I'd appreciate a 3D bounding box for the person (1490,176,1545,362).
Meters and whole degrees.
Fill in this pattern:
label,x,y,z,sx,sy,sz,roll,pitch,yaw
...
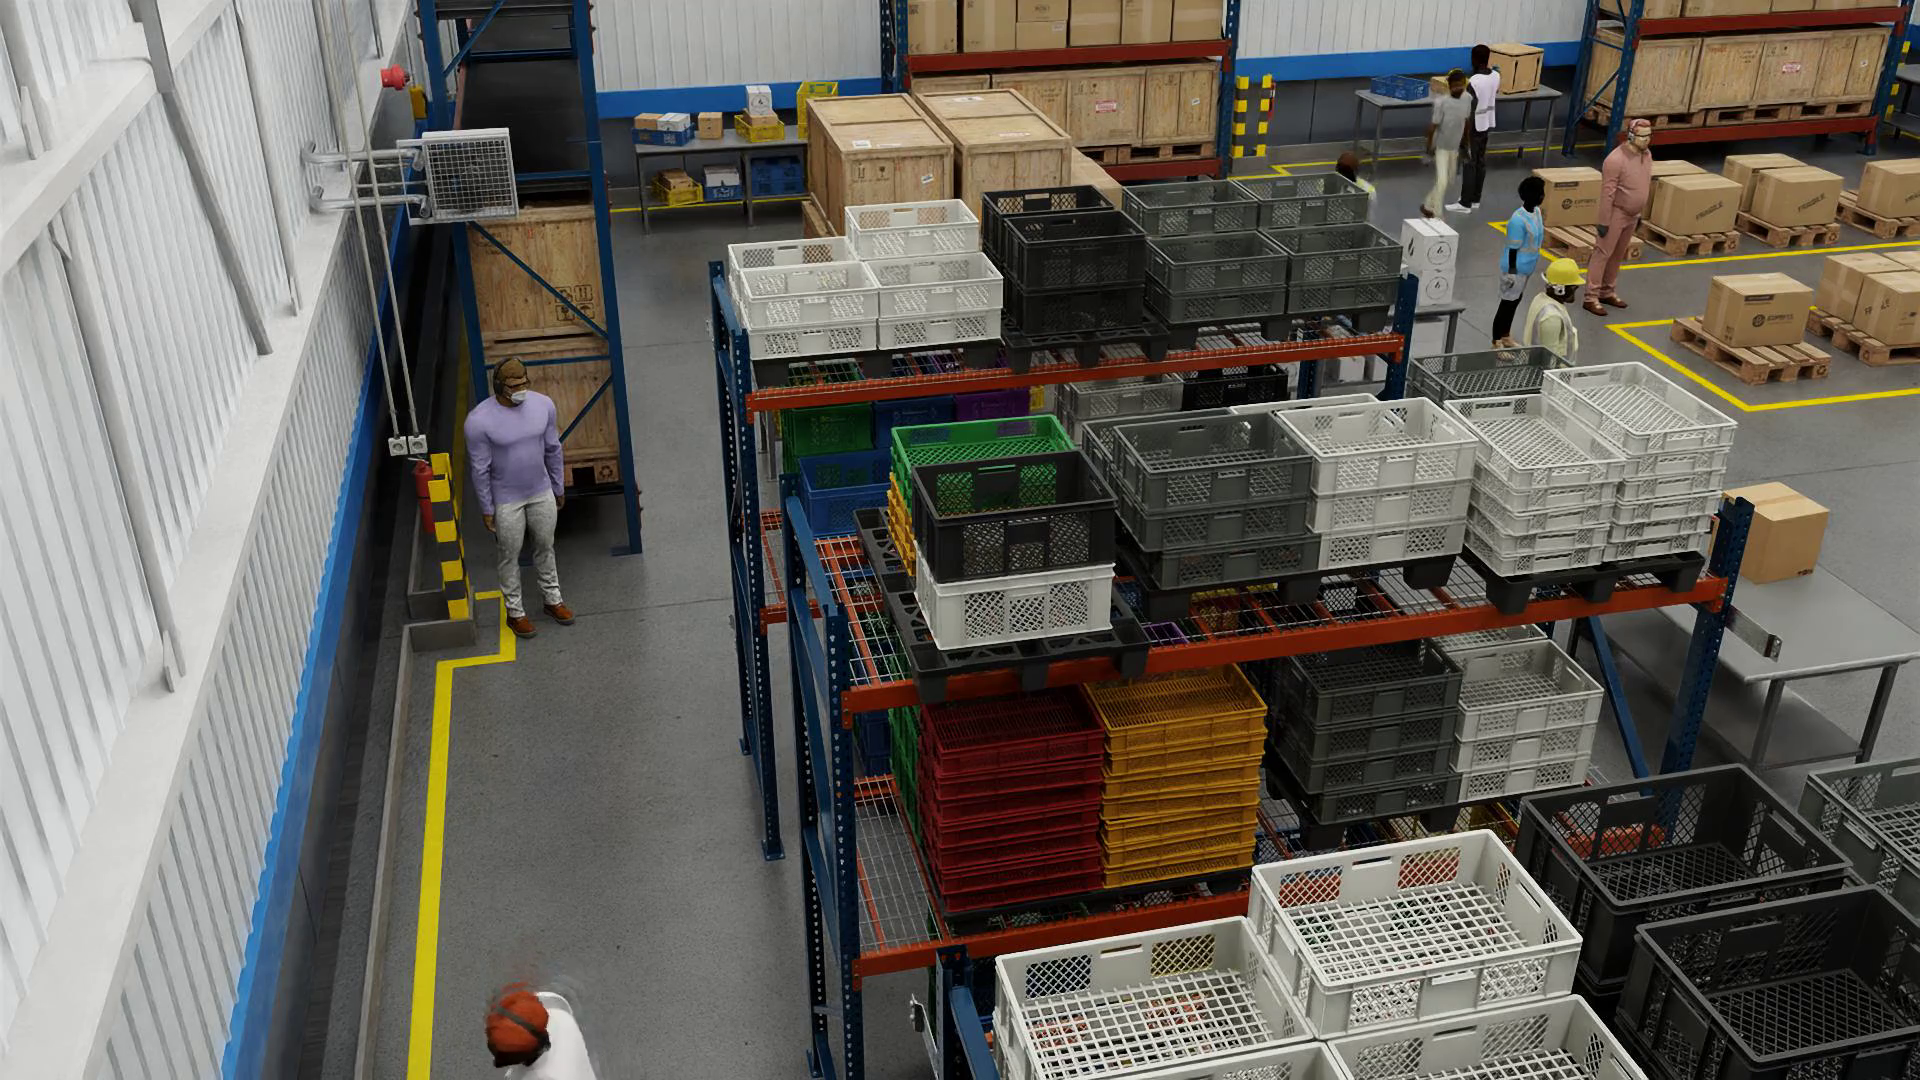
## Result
label,x,y,z,sx,sy,sz,roll,pitch,yaw
person,5.121,-2.492,15.222,0.315,1.699,0.541,19,33,31

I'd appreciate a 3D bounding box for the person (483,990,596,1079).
label,x,y,z,sx,sy,sz,roll,pitch,yaw
person,-1.438,2.246,6.086,0.350,1.856,0.719,-3,28,-6

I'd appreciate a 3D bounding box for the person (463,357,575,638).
label,x,y,z,sx,sy,sz,roll,pitch,yaw
person,-2.843,-0.291,10.806,0.625,1.933,0.374,-21,35,-35

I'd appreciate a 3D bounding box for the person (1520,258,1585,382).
label,x,y,z,sx,sy,sz,roll,pitch,yaw
person,4.498,-1.277,12.777,0.403,1.833,0.586,4,28,7

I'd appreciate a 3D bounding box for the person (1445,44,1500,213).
label,x,y,z,sx,sy,sz,roll,pitch,yaw
person,5.994,-4.773,19.325,0.398,1.913,0.588,25,37,39

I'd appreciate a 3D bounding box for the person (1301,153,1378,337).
label,x,y,z,sx,sy,sz,roll,pitch,yaw
person,3.450,-2.680,15.469,0.646,1.806,0.833,19,33,32

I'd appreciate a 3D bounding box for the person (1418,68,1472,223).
label,x,y,z,sx,sy,sz,roll,pitch,yaw
person,5.484,-4.393,18.696,0.545,1.842,0.745,-14,31,-25

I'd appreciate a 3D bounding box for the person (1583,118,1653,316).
label,x,y,z,sx,sy,sz,roll,pitch,yaw
person,6.493,-3.172,16.294,0.643,1.909,0.400,-19,33,-31
